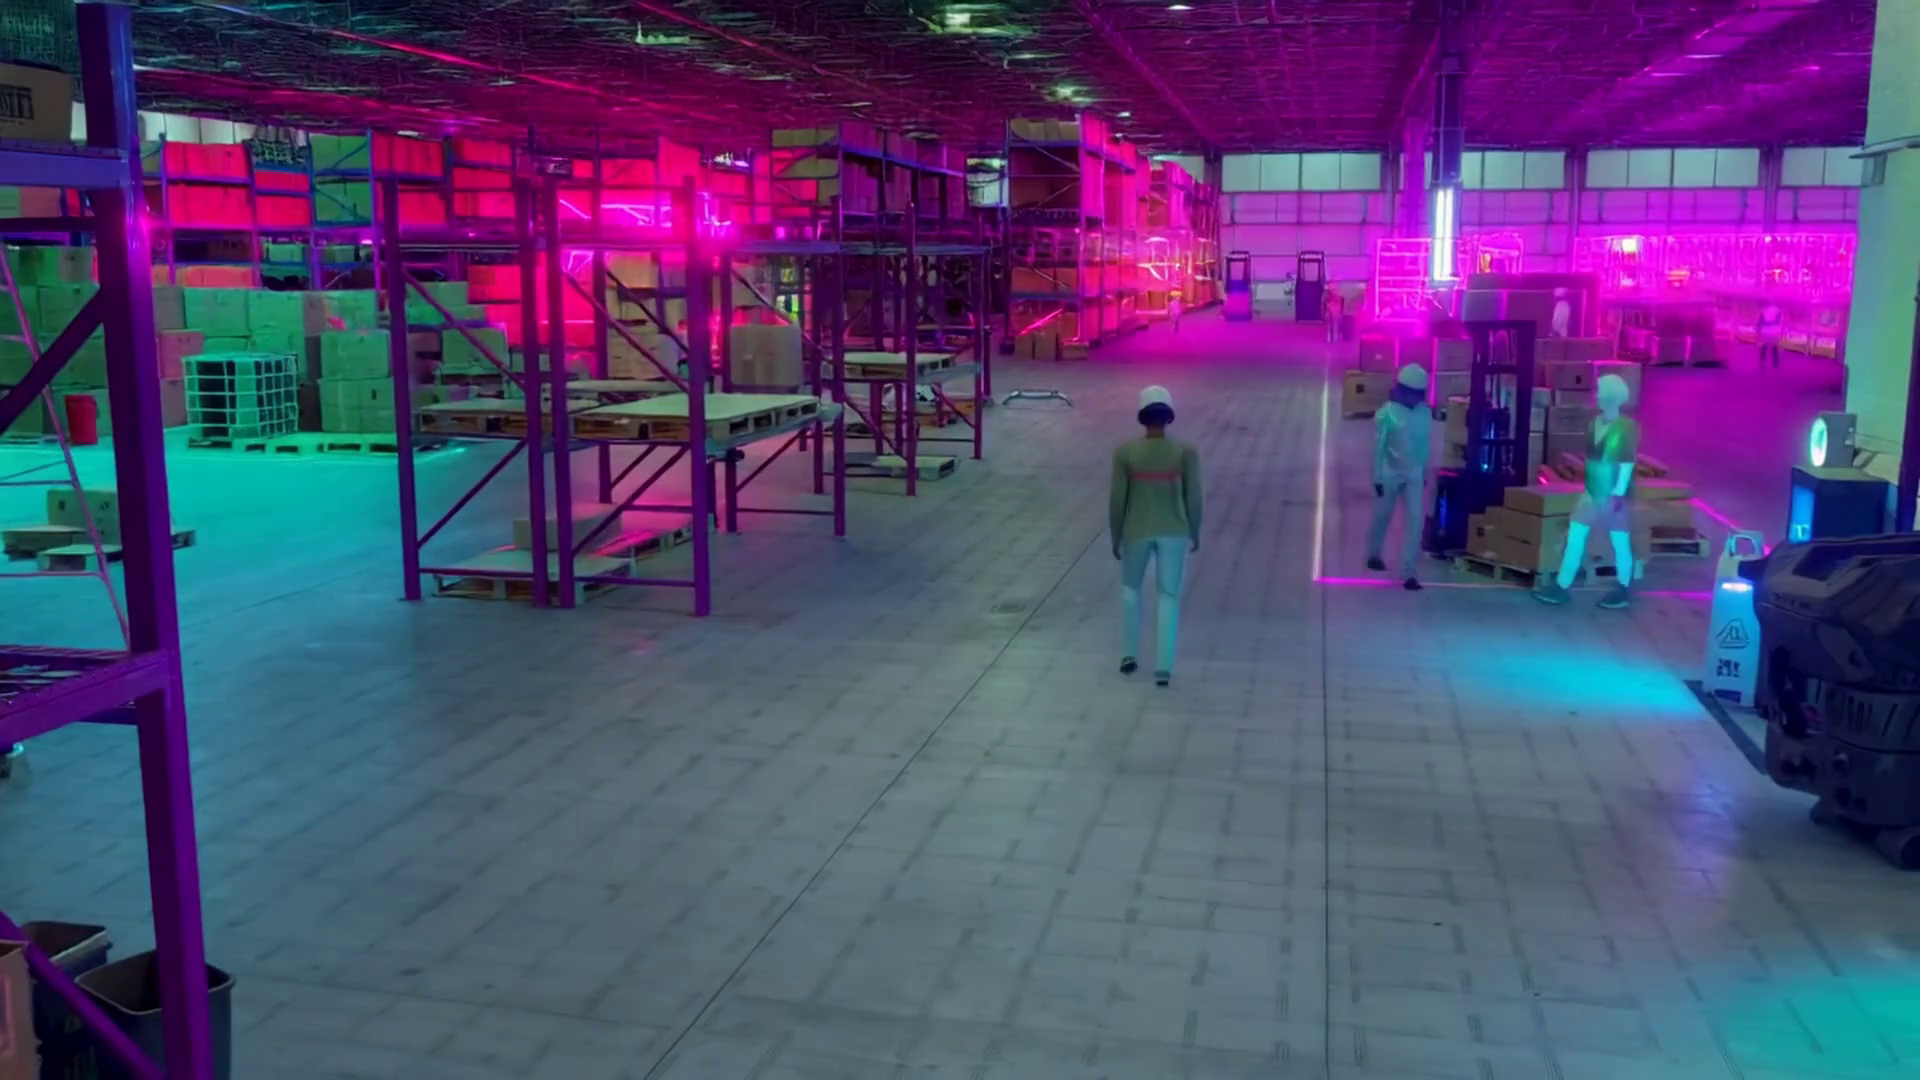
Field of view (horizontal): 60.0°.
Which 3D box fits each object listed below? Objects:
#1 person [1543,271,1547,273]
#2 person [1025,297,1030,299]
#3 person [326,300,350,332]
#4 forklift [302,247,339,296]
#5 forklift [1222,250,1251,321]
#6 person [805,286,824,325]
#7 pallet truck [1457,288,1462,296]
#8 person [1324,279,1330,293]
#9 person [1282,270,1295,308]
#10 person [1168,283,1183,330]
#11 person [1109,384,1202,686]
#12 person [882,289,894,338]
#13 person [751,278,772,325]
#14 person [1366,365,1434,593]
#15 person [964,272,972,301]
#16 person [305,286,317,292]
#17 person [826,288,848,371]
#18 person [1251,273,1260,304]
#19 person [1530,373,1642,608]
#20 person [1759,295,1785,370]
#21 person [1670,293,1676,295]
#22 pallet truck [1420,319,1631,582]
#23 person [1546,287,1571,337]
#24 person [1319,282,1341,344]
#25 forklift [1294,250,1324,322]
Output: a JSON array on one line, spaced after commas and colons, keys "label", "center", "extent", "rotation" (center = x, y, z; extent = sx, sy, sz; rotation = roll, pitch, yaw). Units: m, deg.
[{"label": "person", "center": [28.178, -12.001, 80.144], "extent": [0.636, 1.911, 0.406], "rotation": [7, 12, 35]}, {"label": "person", "center": [2.502, -8.263, 57.922], "extent": [0.629, 1.940, 0.372], "rotation": [-9, 13, -43]}, {"label": "person", "center": [-9.684, -2.801, 25.854], "extent": [0.345, 1.846, 0.508], "rotation": [3, 10, 18]}, {"label": "forklift", "center": [-19.215, -7.406, 50.059], "extent": [1.129, 2.768, 1.873], "rotation": [2, 10, 12]}, {"label": "forklift", "center": [11.170, -10.265, 66.991], "extent": [1.129, 2.768, 1.873], "rotation": [2, 10, 12]}, {"label": "person", "center": [-5.466, -8.921, 62.783], "extent": [0.785, 1.613, 0.513], "rotation": [-1, 10, -4]}, {"label": "pallet truck", "center": [20.506, -9.785, 68.819], "extent": [0.653, 1.274, 1.630], "rotation": [2, 10, 12]}, {"label": "person", "center": [15.614, -10.282, 70.809], "extent": [0.493, 1.626, 0.283], "rotation": [-2, 10, -14]}, {"label": "person", "center": [16.818, -12.802, 84.905], "extent": [0.605, 1.916, 0.959], "rotation": [-3, 10, -18]}, {"label": "person", "center": [7.498, -8.091, 57.707], "extent": [0.529, 1.665, 0.755], "rotation": [-1, 10, -9]}, {"label": "person", "center": [1.147, -0.034, 9.775], "extent": [0.544, 1.750, 0.566], "rotation": [1, 10, 5]}, {"label": "person", "center": [-1.827, -5.818, 44.167], "extent": [0.531, 1.692, 0.320], "rotation": [3, 10, 17]}, {"label": "person", "center": [-6.319, -7.398, 53.014], "extent": [0.665, 1.868, 0.518], "rotation": [-2, 10, -11]}, {"label": "person", "center": [3.338, -0.498, 12.678], "extent": [0.492, 1.697, 0.878], "rotation": [-1, 10, -8]}, {"label": "person", "center": [0.453, -11.478, 76.962], "extent": [0.543, 1.938, 0.356], "rotation": [1, 10, 7]}, {"label": "person", "center": [-13.084, -4.158, 33.647], "extent": [0.636, 1.921, 0.598], "rotation": [2, 10, 14]}, {"label": "person", "center": [-2.555, -4.515, 35.790], "extent": [0.983, 1.922, 0.617], "rotation": [-1, 10, -6]}, {"label": "person", "center": [16.051, -13.635, 90.374], "extent": [0.661, 1.720, 0.493], "rotation": [9, 13, 42]}, {"label": "person", "center": [4.451, -0.329, 11.704], "extent": [0.753, 1.667, 0.546], "rotation": [-4, 10, -20]}, {"label": "person", "center": [18.180, -4.652, 37.289], "extent": [0.539, 1.674, 0.482], "rotation": [8, 12, 39]}, {"label": "person", "center": [35.208, -12.282, 81.924], "extent": [1.205, 1.891, 0.636], "rotation": [1, 10, 5]}, {"label": "pallet truck", "center": [4.543, -0.757, 13.299], "extent": [0.823, 1.965, 1.885], "rotation": [-4, 10, -22]}, {"label": "person", "center": [12.728, -4.451, 35.499], "extent": [1.008, 1.879, 0.563], "rotation": [0, 10, -1]}, {"label": "person", "center": [10.782, -6.606, 48.462], "extent": [0.612, 1.813, 0.423], "rotation": [2, 10, 13]}, {"label": "forklift", "center": [13.778, -10.002, 65.433], "extent": [1.129, 2.768, 1.873], "rotation": [2, 10, 12]}]
